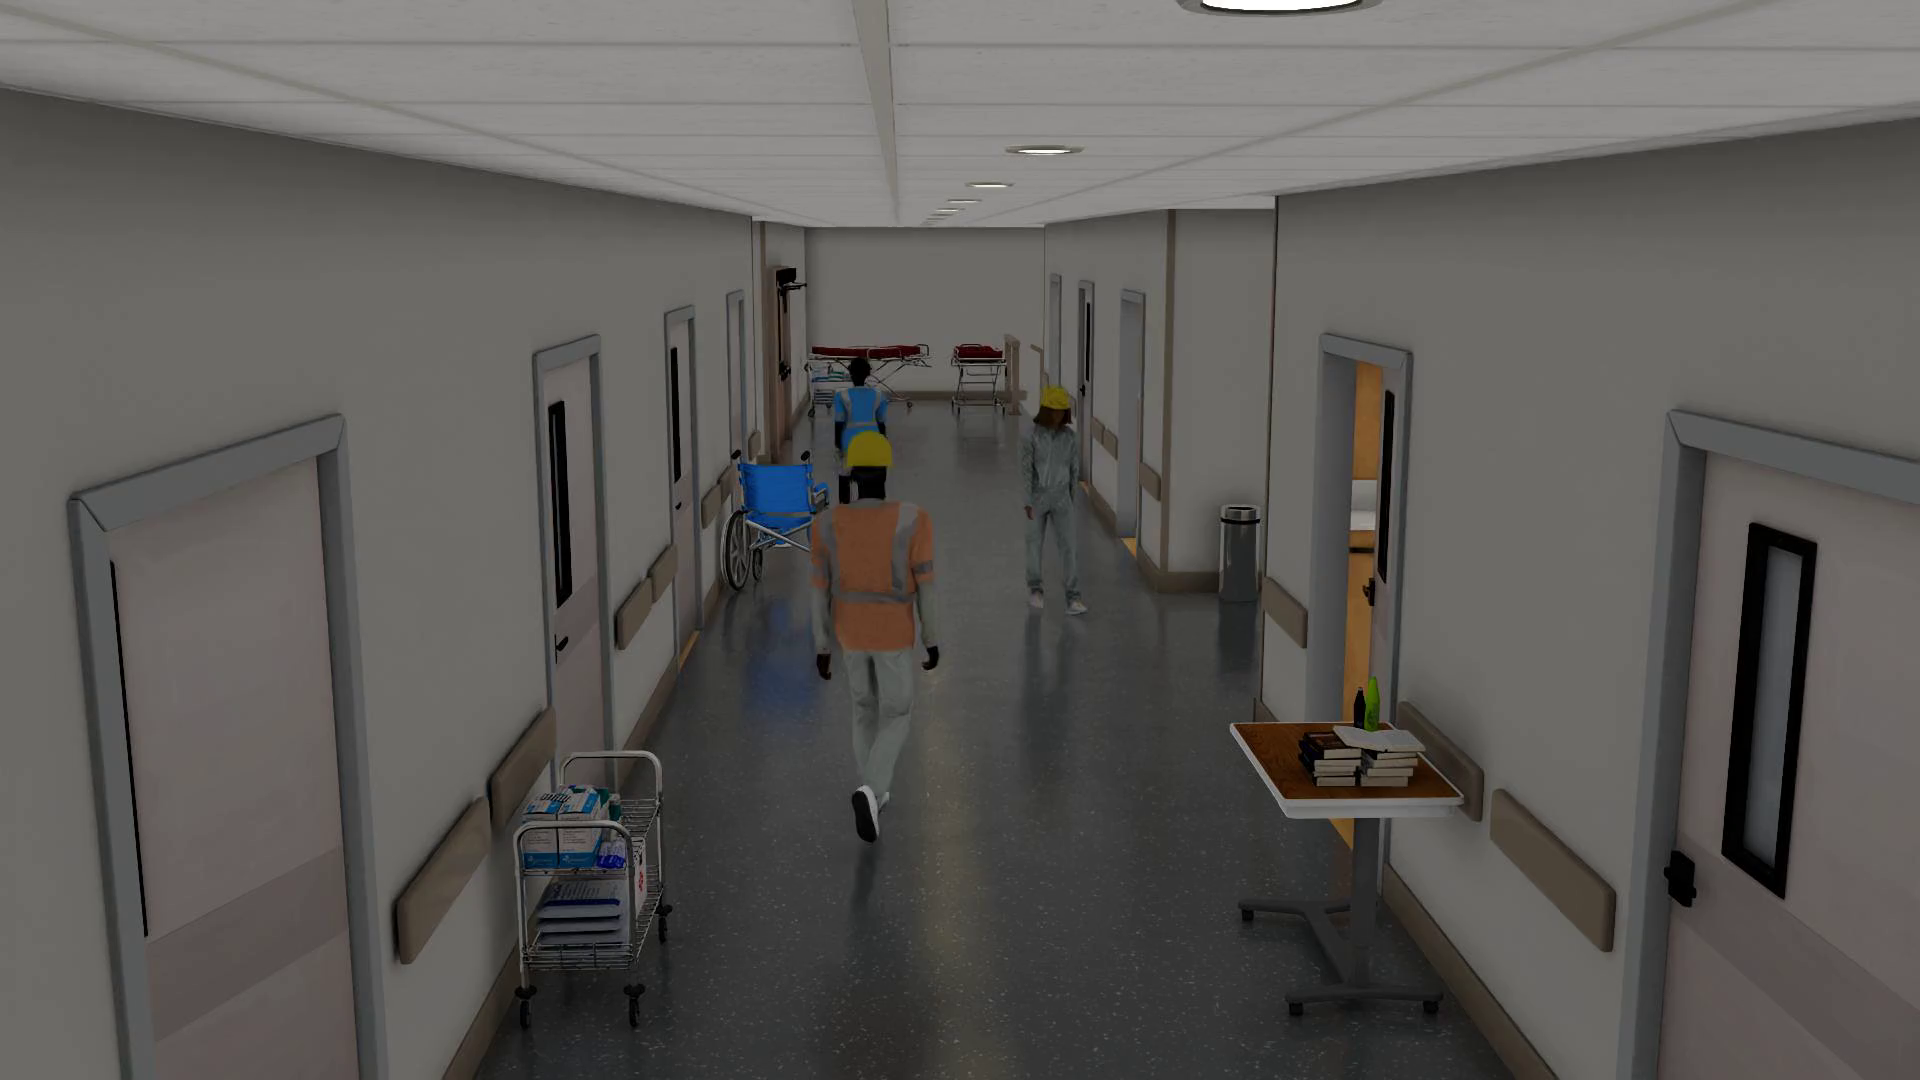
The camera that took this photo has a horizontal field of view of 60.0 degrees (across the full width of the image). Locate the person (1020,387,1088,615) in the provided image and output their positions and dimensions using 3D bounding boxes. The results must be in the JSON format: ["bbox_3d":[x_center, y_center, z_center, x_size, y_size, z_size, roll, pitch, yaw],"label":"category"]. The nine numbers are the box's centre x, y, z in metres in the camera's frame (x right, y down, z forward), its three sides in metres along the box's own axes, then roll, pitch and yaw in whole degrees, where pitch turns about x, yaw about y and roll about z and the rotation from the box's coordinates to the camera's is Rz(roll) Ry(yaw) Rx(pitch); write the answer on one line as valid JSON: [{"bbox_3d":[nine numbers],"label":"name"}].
[{"bbox_3d":[0.692,-0.274,12.347,0.491,1.702,0.870,-2,10,-13],"label":"person"}]

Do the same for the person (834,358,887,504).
[{"bbox_3d":[-0.987,-0.904,15.912,0.555,1.664,0.765,-4,11,-21],"label":"person"}]

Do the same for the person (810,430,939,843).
[{"bbox_3d":[-0.422,0.441,7.781,0.592,1.900,0.766,2,10,14],"label":"person"}]
